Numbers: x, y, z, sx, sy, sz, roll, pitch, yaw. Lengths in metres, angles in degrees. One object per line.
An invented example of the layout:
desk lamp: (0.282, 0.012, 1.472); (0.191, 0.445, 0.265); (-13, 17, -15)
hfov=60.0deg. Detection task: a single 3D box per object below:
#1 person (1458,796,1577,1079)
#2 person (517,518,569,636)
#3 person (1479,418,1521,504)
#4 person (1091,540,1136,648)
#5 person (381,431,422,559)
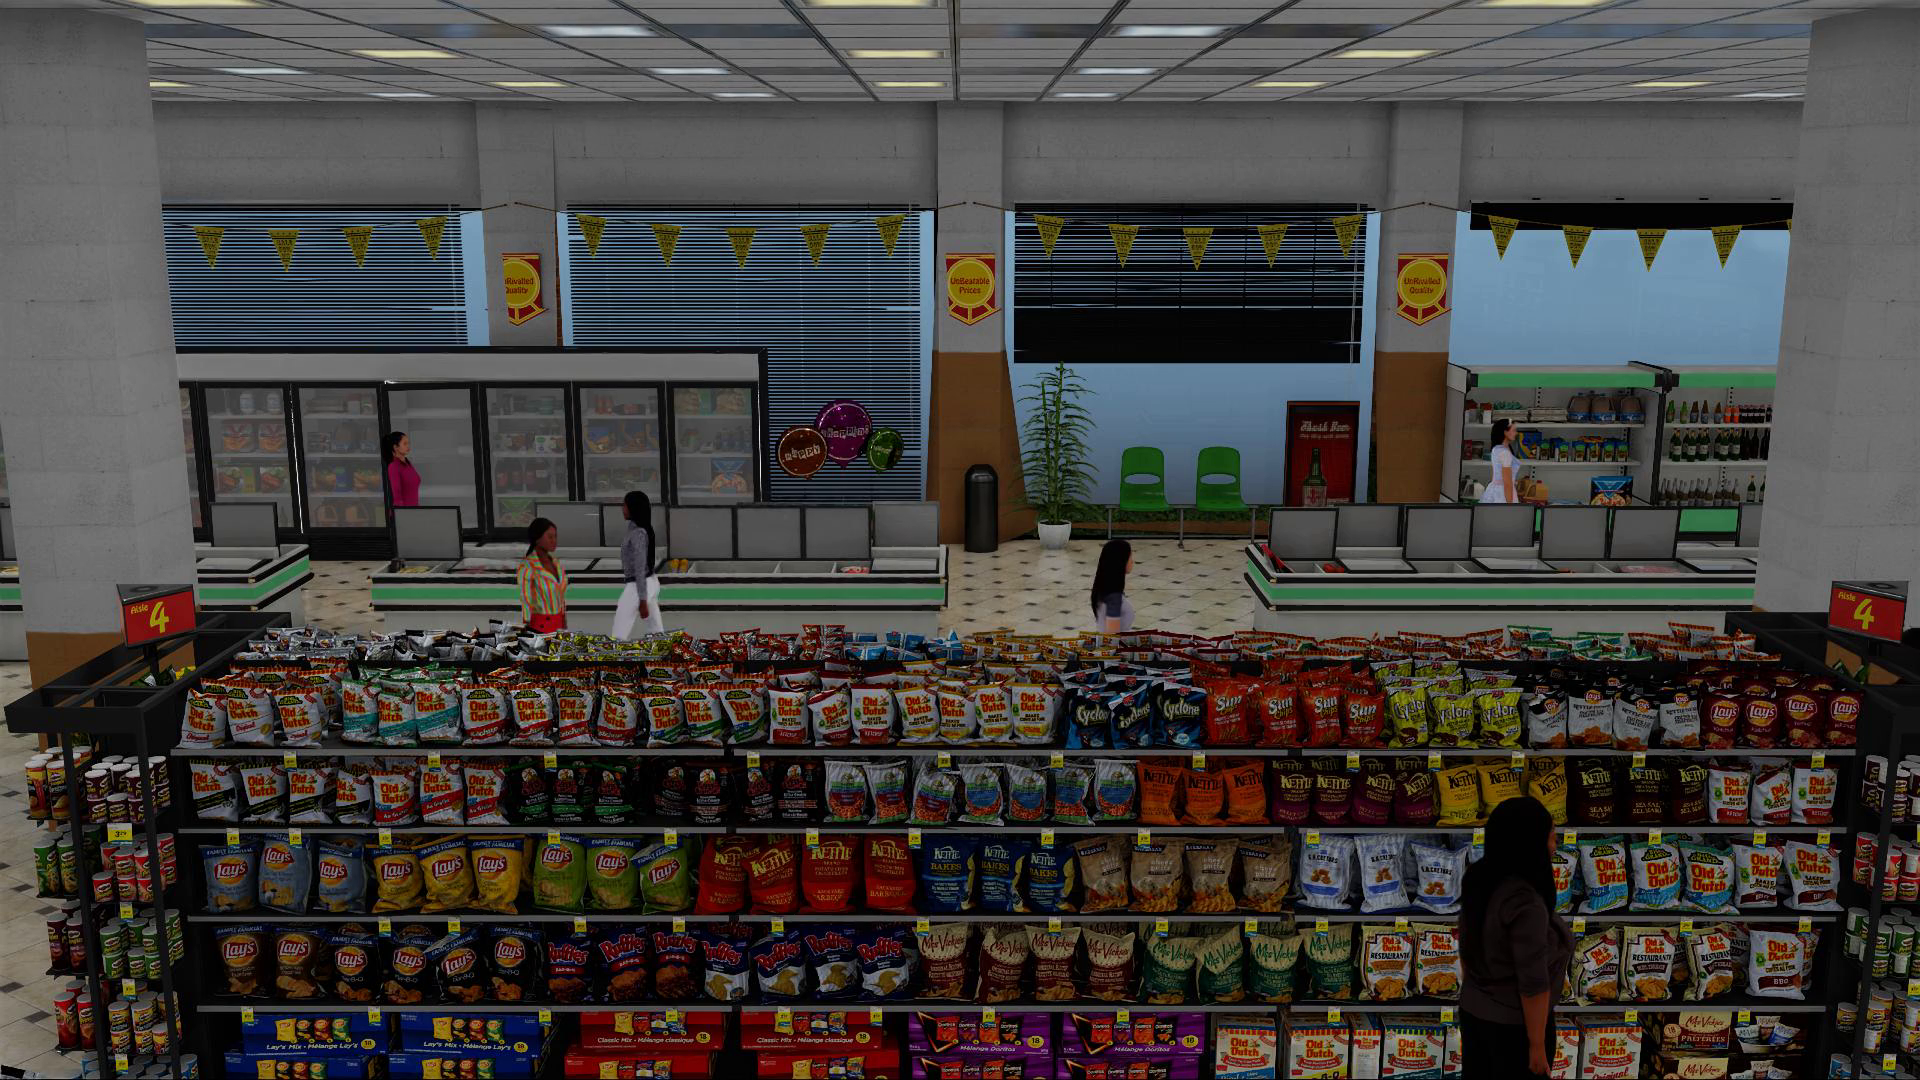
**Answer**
person: (2.059, 1.853, 6.318); (0.669, 1.840, 0.706); (-3, 12, -13)
person: (-3.034, 0.717, 11.859); (0.862, 1.780, 0.729); (4, 13, 19)
person: (5.421, -0.321, 16.695); (0.714, 1.818, 0.692); (1, 12, 3)
person: (0.991, 0.844, 11.505); (0.970, 1.676, 0.665); (-1, 12, -5)
person: (-5.567, -0.244, 16.620); (0.553, 1.699, 0.569); (0, 12, 0)
